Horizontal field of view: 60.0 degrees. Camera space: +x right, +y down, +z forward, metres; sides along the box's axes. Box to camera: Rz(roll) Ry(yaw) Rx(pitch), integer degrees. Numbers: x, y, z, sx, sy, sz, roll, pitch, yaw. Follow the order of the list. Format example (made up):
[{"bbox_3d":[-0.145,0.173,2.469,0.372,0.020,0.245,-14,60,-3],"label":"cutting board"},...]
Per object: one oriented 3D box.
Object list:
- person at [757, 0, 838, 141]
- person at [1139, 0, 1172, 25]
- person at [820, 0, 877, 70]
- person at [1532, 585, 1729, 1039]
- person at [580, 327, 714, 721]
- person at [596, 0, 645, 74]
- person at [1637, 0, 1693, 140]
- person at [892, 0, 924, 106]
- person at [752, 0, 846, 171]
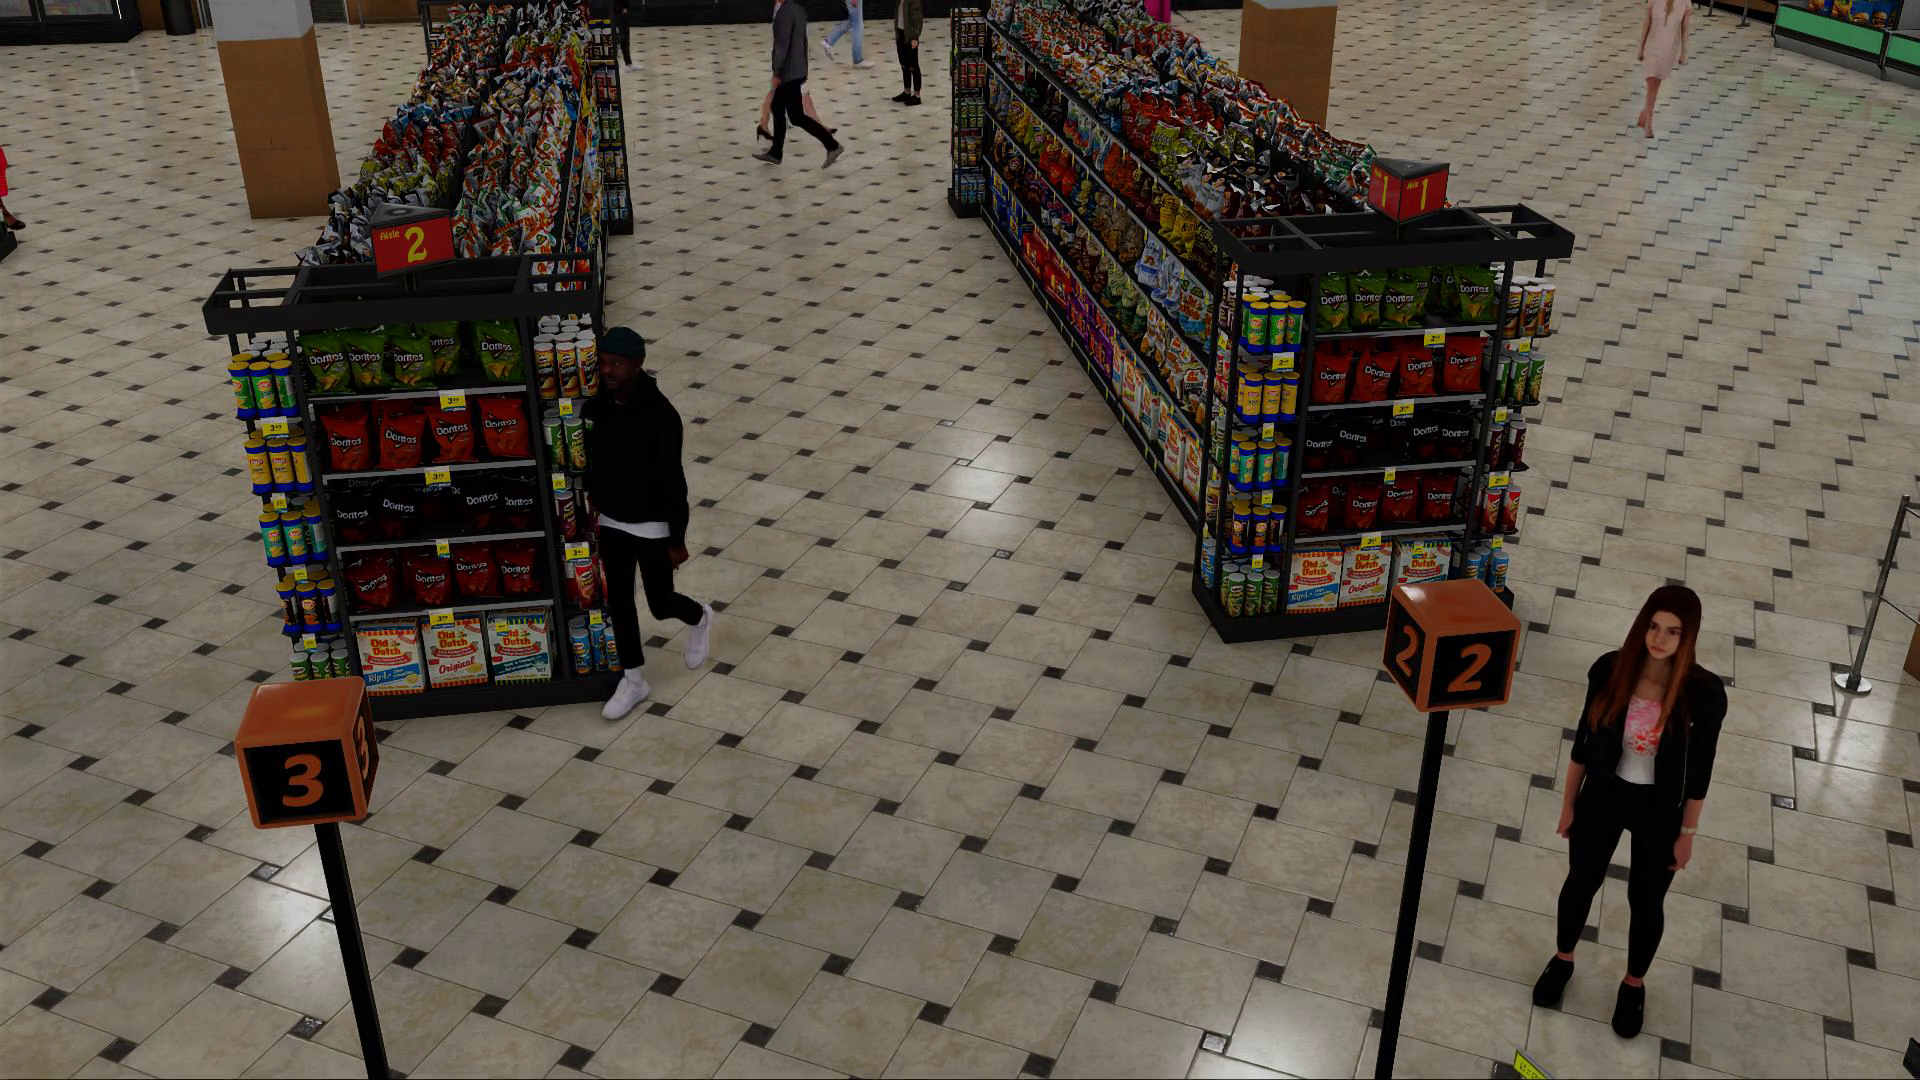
[{"bbox_3d":[-1.863,-4.912,17.052,0.696,1.700,1.002,-6,28,-12],"label":"person"},{"bbox_3d":[2.105,-5.317,17.871,0.992,1.680,0.987,23,35,38],"label":"person"},{"bbox_3d":[-1.421,-6.766,20.553,0.761,1.839,0.864,-7,28,-13],"label":"person"},{"bbox_3d":[2.269,0.892,5.596,0.673,1.708,0.732,17,32,30],"label":"person"},{"bbox_3d":[-1.415,-0.102,7.452,0.993,1.803,1.092,11,29,20],"label":"person"},{"bbox_3d":[-4.228,-6.491,20.196,0.953,1.671,0.999,-21,33,-35],"label":"person"},{"bbox_3d":[7.319,-5.082,17.402,0.929,1.685,1.218,7,28,13],"label":"person"},{"bbox_3d":[-0.587,-5.699,18.852,0.705,1.475,0.570,-17,32,-30],"label":"person"},{"bbox_3d":[-1.554,-4.484,16.061,0.976,1.832,1.218,3,27,6],"label":"person"}]
